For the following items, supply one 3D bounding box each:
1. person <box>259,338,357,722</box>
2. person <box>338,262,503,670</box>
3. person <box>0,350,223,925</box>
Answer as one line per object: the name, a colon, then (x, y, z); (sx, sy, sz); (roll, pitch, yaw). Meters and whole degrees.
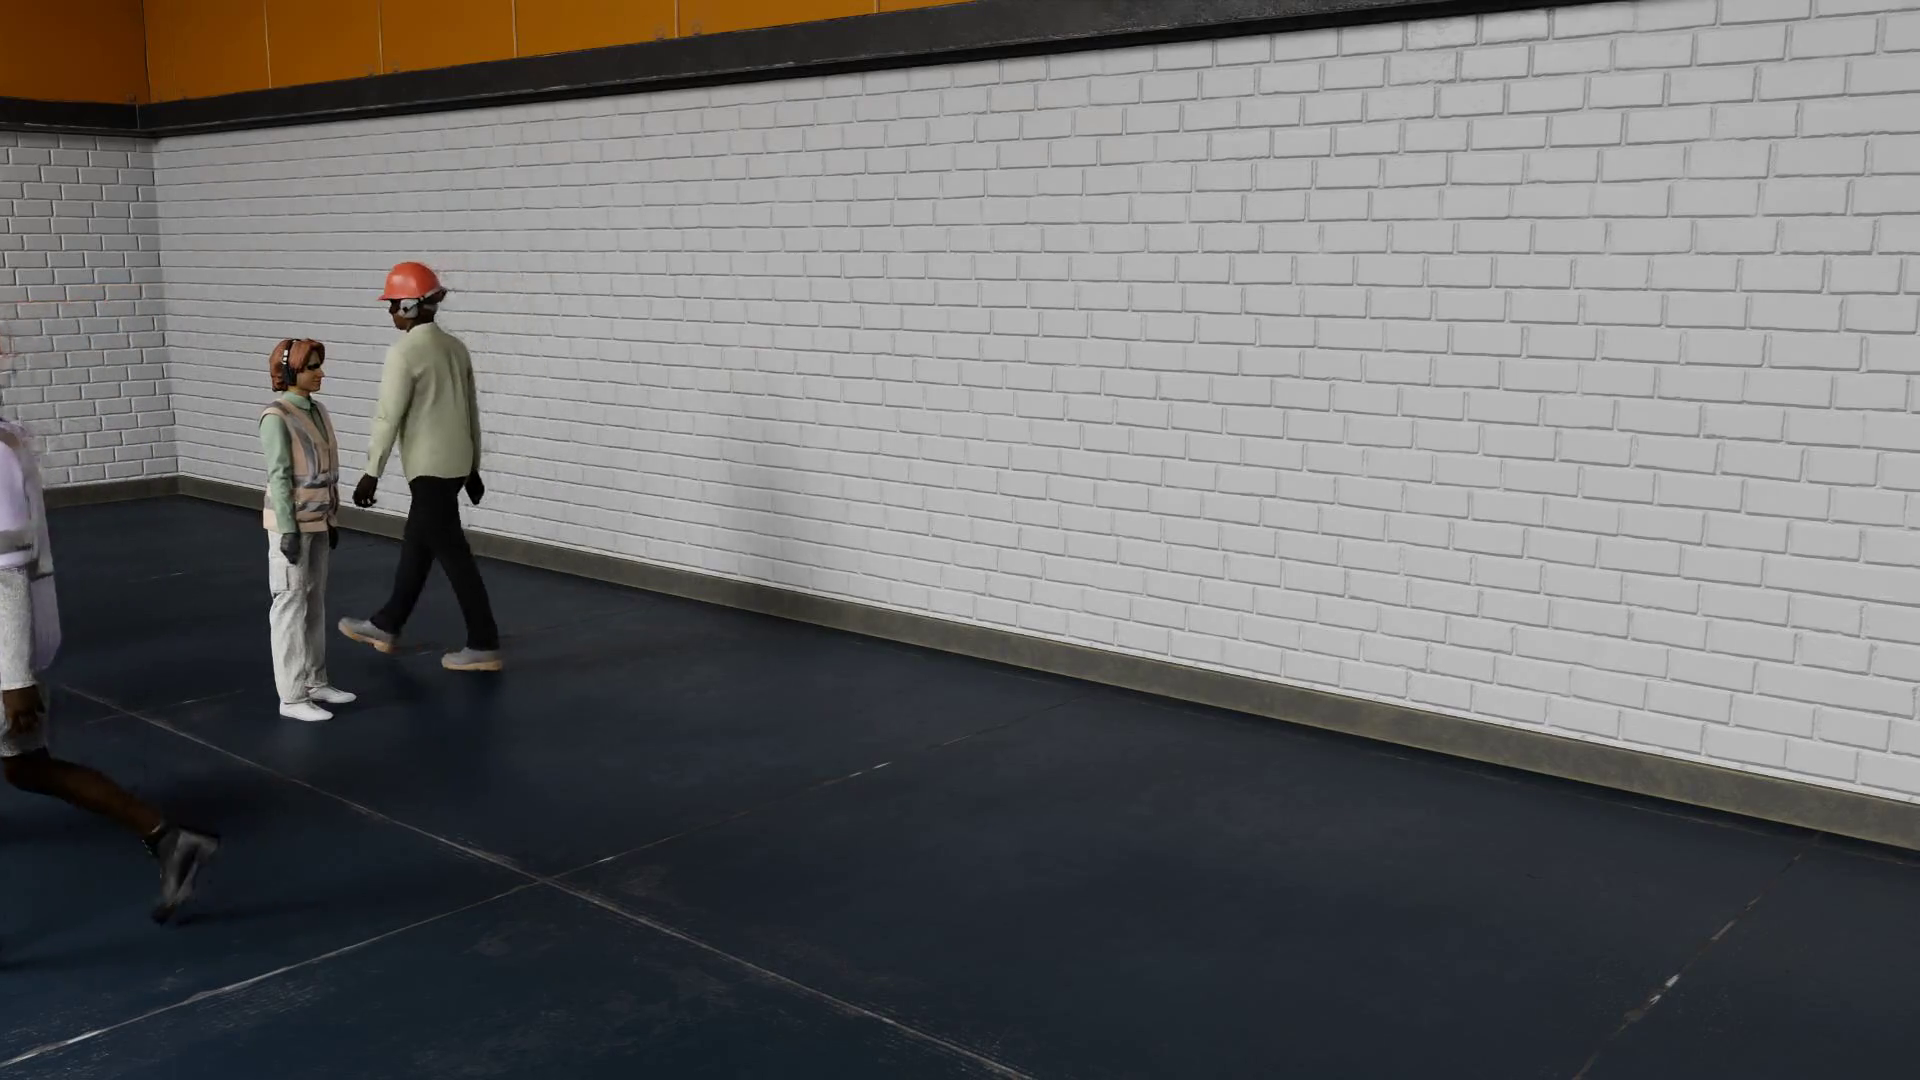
person: (-2.840, -0.049, 7.199); (0.314, 1.641, 0.515); (0, 10, 1)
person: (-2.657, -0.342, 7.986); (1.003, 1.946, 0.619); (1, 10, 8)
person: (-2.608, 0.271, 4.657); (0.866, 1.909, 0.550); (-6, 12, -30)
